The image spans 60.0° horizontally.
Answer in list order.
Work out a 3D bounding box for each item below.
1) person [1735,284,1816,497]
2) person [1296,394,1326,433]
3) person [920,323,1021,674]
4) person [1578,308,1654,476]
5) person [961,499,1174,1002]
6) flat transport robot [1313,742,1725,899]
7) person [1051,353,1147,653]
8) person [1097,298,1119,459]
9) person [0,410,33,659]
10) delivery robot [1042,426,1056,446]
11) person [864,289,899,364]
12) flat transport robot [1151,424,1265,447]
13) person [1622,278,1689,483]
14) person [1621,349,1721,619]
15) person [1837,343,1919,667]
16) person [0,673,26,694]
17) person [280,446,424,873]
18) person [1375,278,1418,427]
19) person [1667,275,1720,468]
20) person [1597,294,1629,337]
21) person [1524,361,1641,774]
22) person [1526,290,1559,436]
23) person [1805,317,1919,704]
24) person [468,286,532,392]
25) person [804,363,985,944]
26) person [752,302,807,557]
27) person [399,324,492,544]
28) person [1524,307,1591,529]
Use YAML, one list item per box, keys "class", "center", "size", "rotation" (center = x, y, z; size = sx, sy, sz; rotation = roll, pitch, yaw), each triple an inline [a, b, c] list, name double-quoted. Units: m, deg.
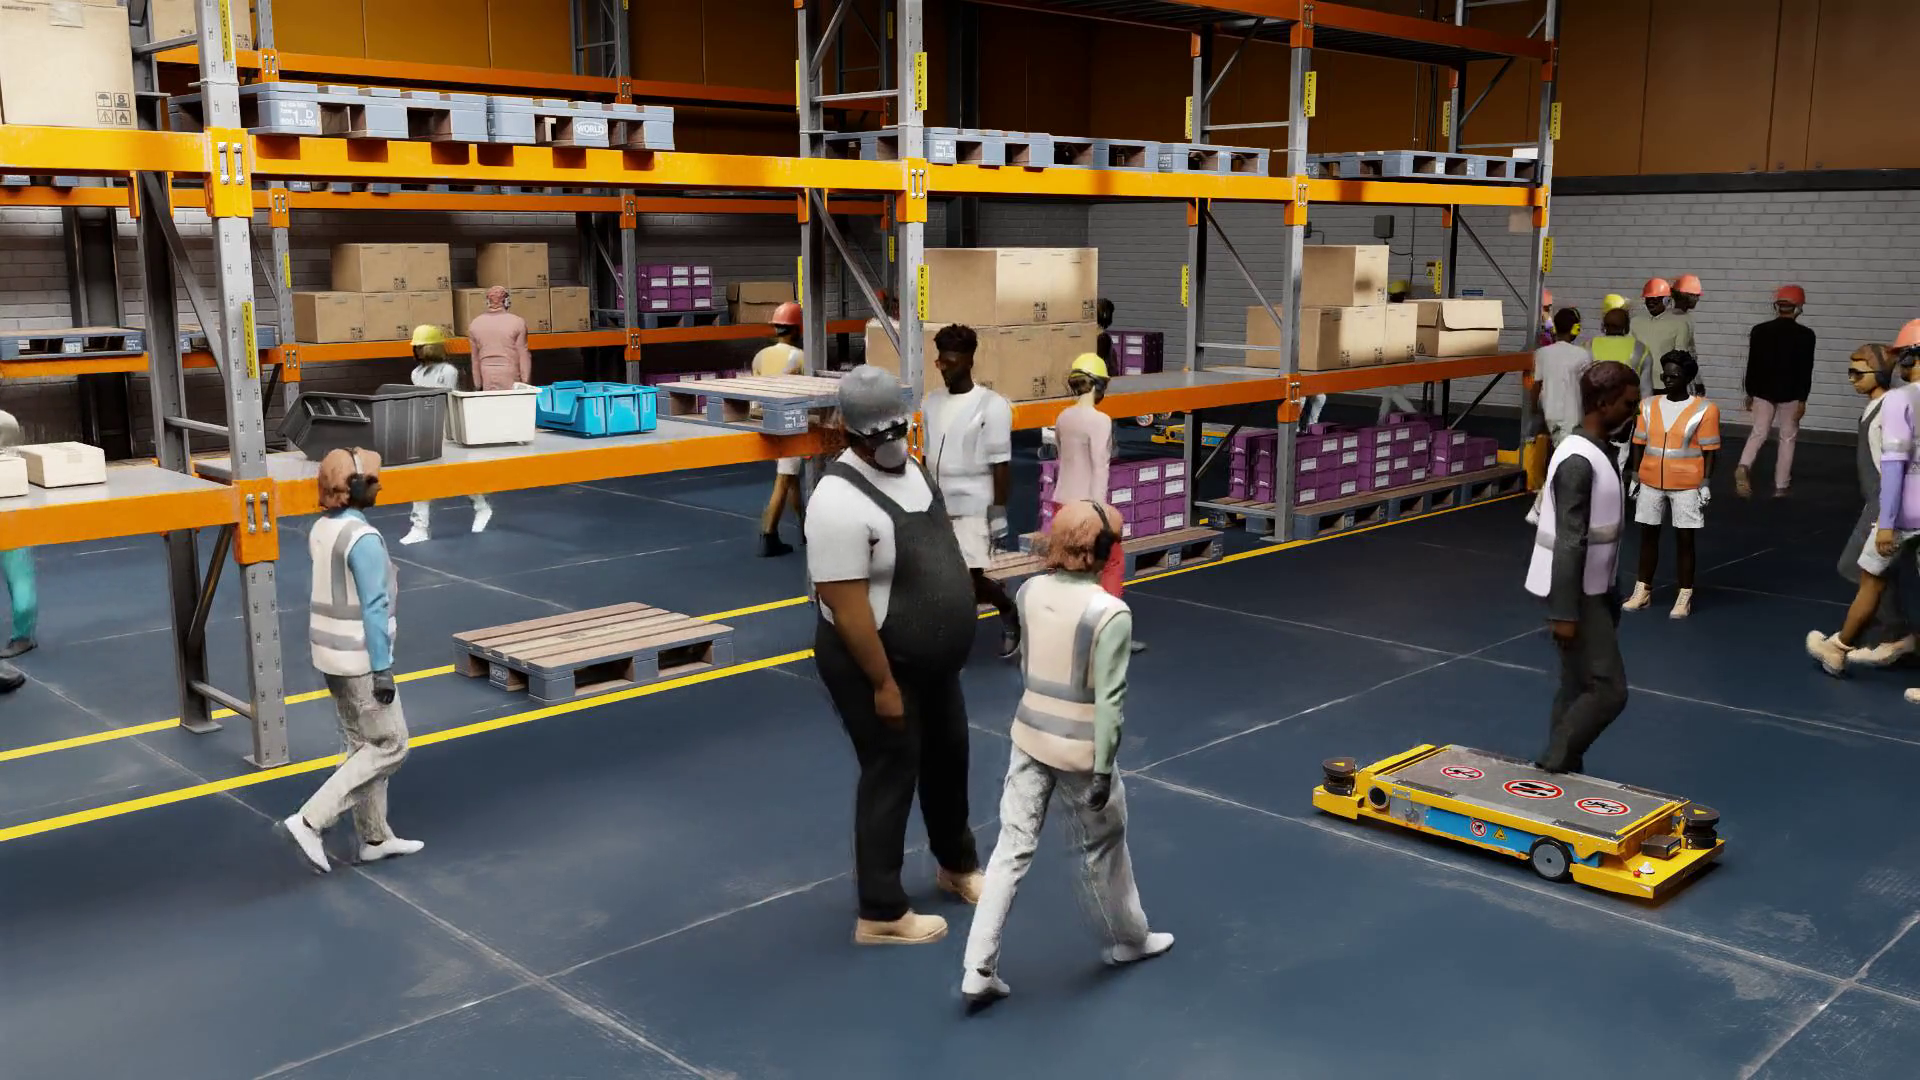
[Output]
- class: "person"
  center: [7.416, -1.338, 15.141]
  size: [0.849, 1.972, 0.618]
  rotation: [-9, 14, -40]
- class: "person"
  center: [4.063, -1.914, 19.236]
  size: [0.513, 1.614, 0.526]
  rotation: [10, 15, 44]
- class: "person"
  center: [0.047, -0.205, 9.015]
  size: [0.608, 1.946, 0.667]
  rotation: [9, 14, 42]
- class: "person"
  center: [5.492, -1.047, 14.028]
  size: [0.650, 1.791, 0.942]
  rotation: [5, 12, 26]
- class: "person"
  center: [0.317, 0.661, 5.269]
  size: [0.878, 1.591, 0.537]
  rotation: [-9, 14, -41]
- class: "flat transport robot"
  center: [2.201, 1.069, 6.644]
  size: [0.652, 0.197, 1.431]
  rotation: [-10, 14, -44]
- class: "person"
  center: [0.768, -0.190, 9.494]
  size: [0.731, 1.728, 0.549]
  rotation: [-6, 12, -29]
- class: "person"
  center: [1.415, -1.404, 15.940]
  size: [0.811, 1.798, 0.682]
  rotation: [-1, 10, -4]
- class: "person"
  center: [-5.497, -0.159, 9.335]
  size: [0.519, 1.737, 0.606]
  rotation: [2, 11, 8]
- class: "delivery robot"
  center: [1.201, -1.153, 17.731]
  size: [0.477, 0.478, 0.707]
  rotation: [-9, 13, -39]
- class: "person"
  center: [-0.810, -1.760, 17.787]
  size: [0.939, 1.847, 0.590]
  rotation: [-8, 13, -38]
- class: "flat transport robot"
  center: [2.933, -1.176, 18.884]
  size: [0.652, 0.197, 1.431]
  rotation: [-10, 15, -44]
- class: "person"
  center: [6.674, -1.520, 16.054]
  size: [0.392, 1.992, 0.623]
  rotation: [-10, 14, -44]
- class: "person"
  center: [4.485, -0.352, 10.498]
  size: [0.316, 1.695, 0.541]
  rotation: [-10, 14, -44]
- class: "person"
  center: [5.106, -0.186, 9.258]
  size: [0.425, 1.816, 0.544]
  rotation: [5, 12, 26]
- class: "person"
  center: [-5.105, -0.064, 8.361]
  size: [0.571, 1.900, 0.845]
  rotation: [9, 14, 40]
- class: "person"
  center: [-2.299, 0.466, 6.220]
  size: [0.481, 1.622, 0.536]
  rotation: [-8, 13, -38]
- class: "person"
  center: [5.230, -2.152, 19.775]
  size: [0.588, 1.900, 0.859]
  rotation: [-10, 15, -44]
- class: "person"
  center: [7.282, -1.634, 16.664]
  size: [0.969, 2.001, 0.619]
  rotation: [2, 10, 8]
- class: "person"
  center: [6.707, -1.636, 17.229]
  size: [0.587, 1.802, 0.528]
  rotation: [-10, 14, -42]
- class: "person"
  center: [2.535, 0.227, 6.755]
  size: [0.441, 1.906, 0.630]
  rotation: [6, 12, 28]
- class: "person"
  center: [6.128, -1.614, 16.937]
  size: [0.904, 1.882, 0.558]
  rotation: [3, 11, 17]
- class: "person"
  center: [4.927, -0.160, 8.685]
  size: [0.673, 1.977, 1.041]
  rotation: [-3, 11, -18]
- class: "person"
  center: [-4.581, -1.589, 16.707]
  size: [0.658, 1.901, 0.399]
  rotation: [3, 11, 14]
- class: "person"
  center: [-0.193, 0.357, 5.698]
  size: [0.546, 2.000, 0.812]
  rotation: [4, 11, 22]
- class: "person"
  center: [-1.228, -0.851, 12.668]
  size: [0.551, 1.894, 0.928]
  rotation: [9, 14, 40]
- class: "person"
  center: [-4.127, -0.862, 13.223]
  size: [0.485, 1.713, 0.831]
  rotation: [5, 11, 24]
- class: "person"
  center: [4.949, -0.995, 13.676]
  size: [0.936, 1.823, 0.522]
  rotation: [-7, 13, -34]
